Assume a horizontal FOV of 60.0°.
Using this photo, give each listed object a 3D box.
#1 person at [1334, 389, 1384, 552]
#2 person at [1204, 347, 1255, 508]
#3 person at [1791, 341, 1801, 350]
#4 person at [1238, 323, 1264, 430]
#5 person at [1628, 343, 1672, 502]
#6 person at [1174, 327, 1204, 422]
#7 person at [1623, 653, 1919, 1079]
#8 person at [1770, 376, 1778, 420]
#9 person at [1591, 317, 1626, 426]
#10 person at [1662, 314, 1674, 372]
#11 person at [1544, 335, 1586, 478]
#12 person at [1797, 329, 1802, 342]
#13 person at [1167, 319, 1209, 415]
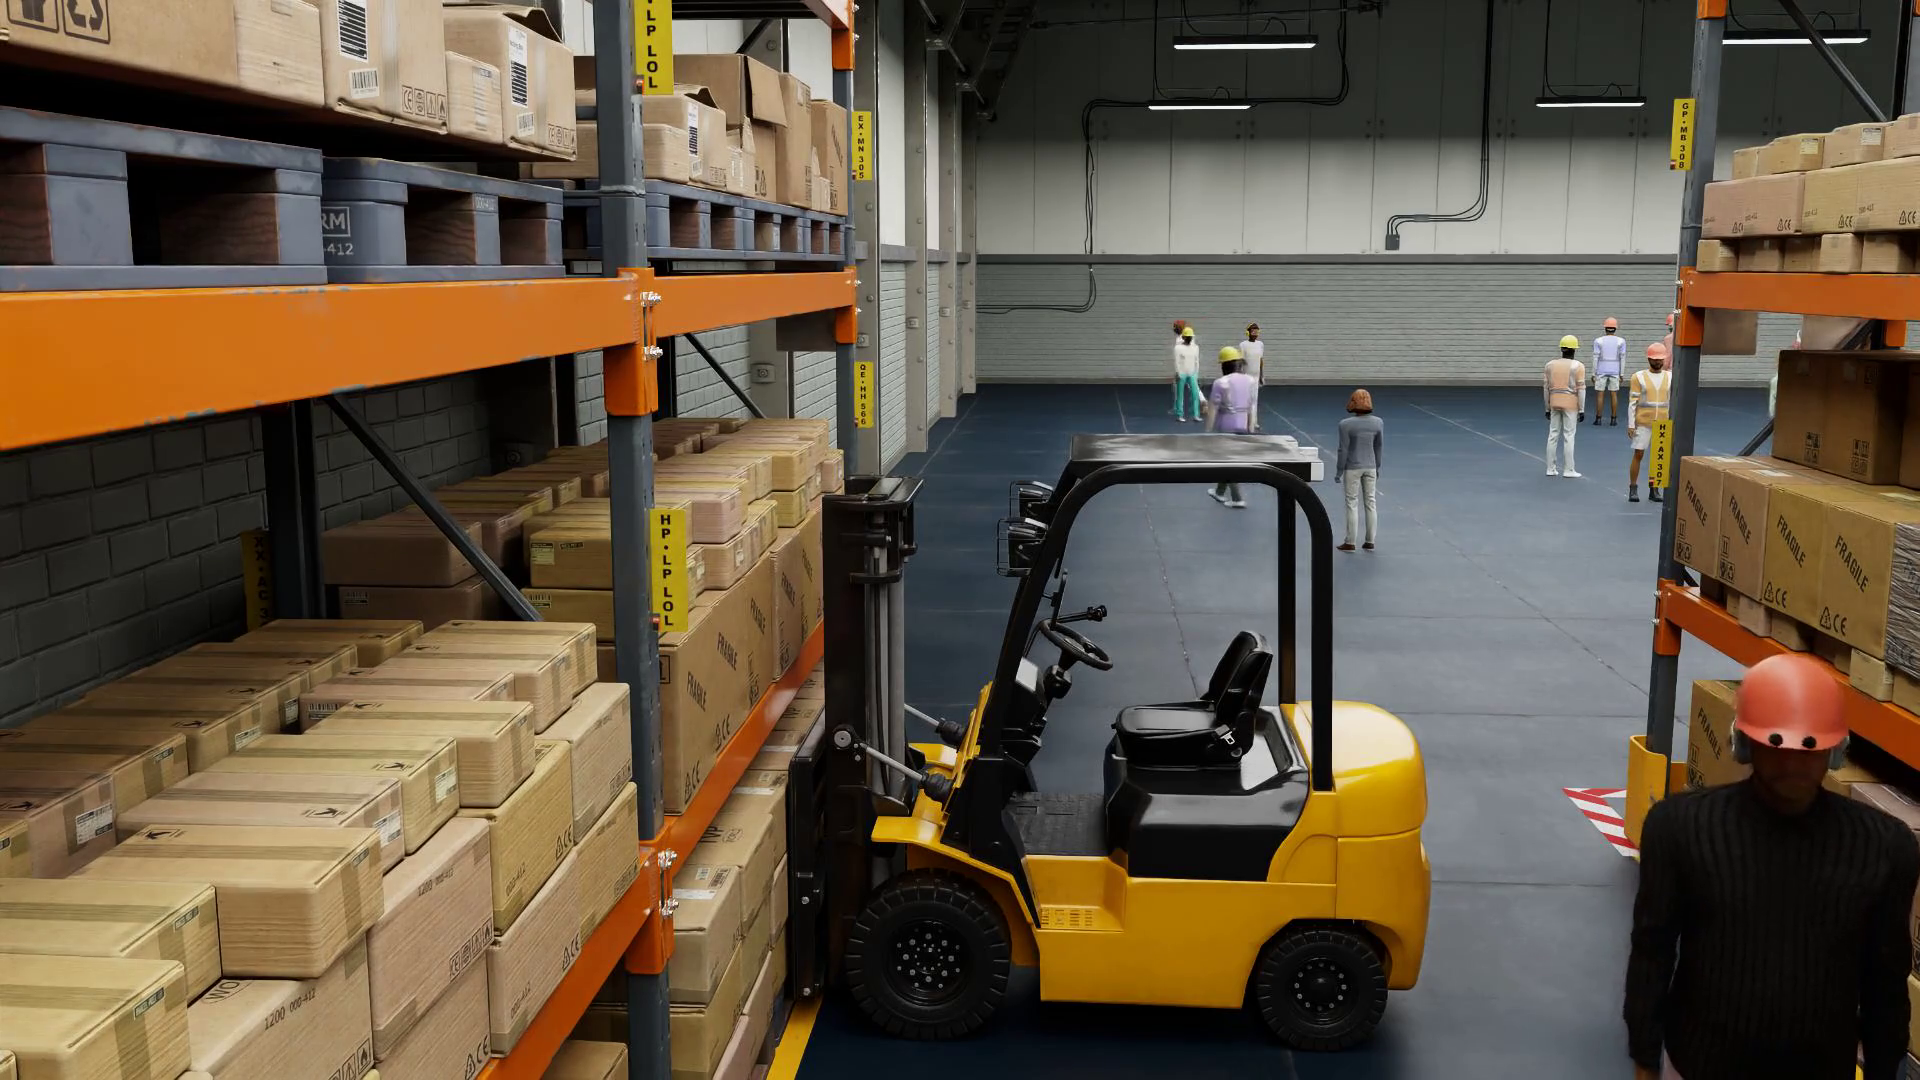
[{"bbox_3d":[3.994,-0.692,16.664,0.498,1.634,0.281,-3,10,-17],"label":"person"},{"bbox_3d":[3.156,-1.344,19.819,0.612,1.890,0.806,-6,11,-33],"label":"person"},{"bbox_3d":[11.373,-1.740,22.348,0.606,1.862,0.716,-7,12,-37],"label":"person"},{"bbox_3d":[5.087,-2.847,29.050,0.504,1.860,0.312,-4,10,-25],"label":"person"},{"bbox_3d":[8.384,-1.417,20.140,0.551,1.934,0.372,1,9,3],"label":"person"},{"bbox_3d":[4.174,-3.002,30.339,0.528,1.735,0.766,-3,10,-19],"label":"person"},{"bbox_3d":[1.890,1.233,3.916,0.614,1.994,0.396,3,10,16],"label":"person"},{"bbox_3d":[11.699,-1.812,23.524,0.498,1.604,0.789,1,9,5],"label":"person"},{"bbox_3d":[11.606,-3.011,29.797,0.553,1.935,0.365,2,10,13],"label":"person"},{"bbox_3d":[12.971,-3.112,30.261,0.608,1.988,0.387,-6,11,-30],"label":"person"},{"bbox_3d":[8.190,-1.806,22.525,0.362,1.928,0.587,-8,13,-41],"label":"person"},{"bbox_3d":[17.294,-3.672,33.831,0.368,1.929,0.542,-8,12,-39],"label":"person"},{"bbox_3d":[4.340,-3.287,31.740,0.838,1.852,0.602,8,12,39],"label":"person"}]
